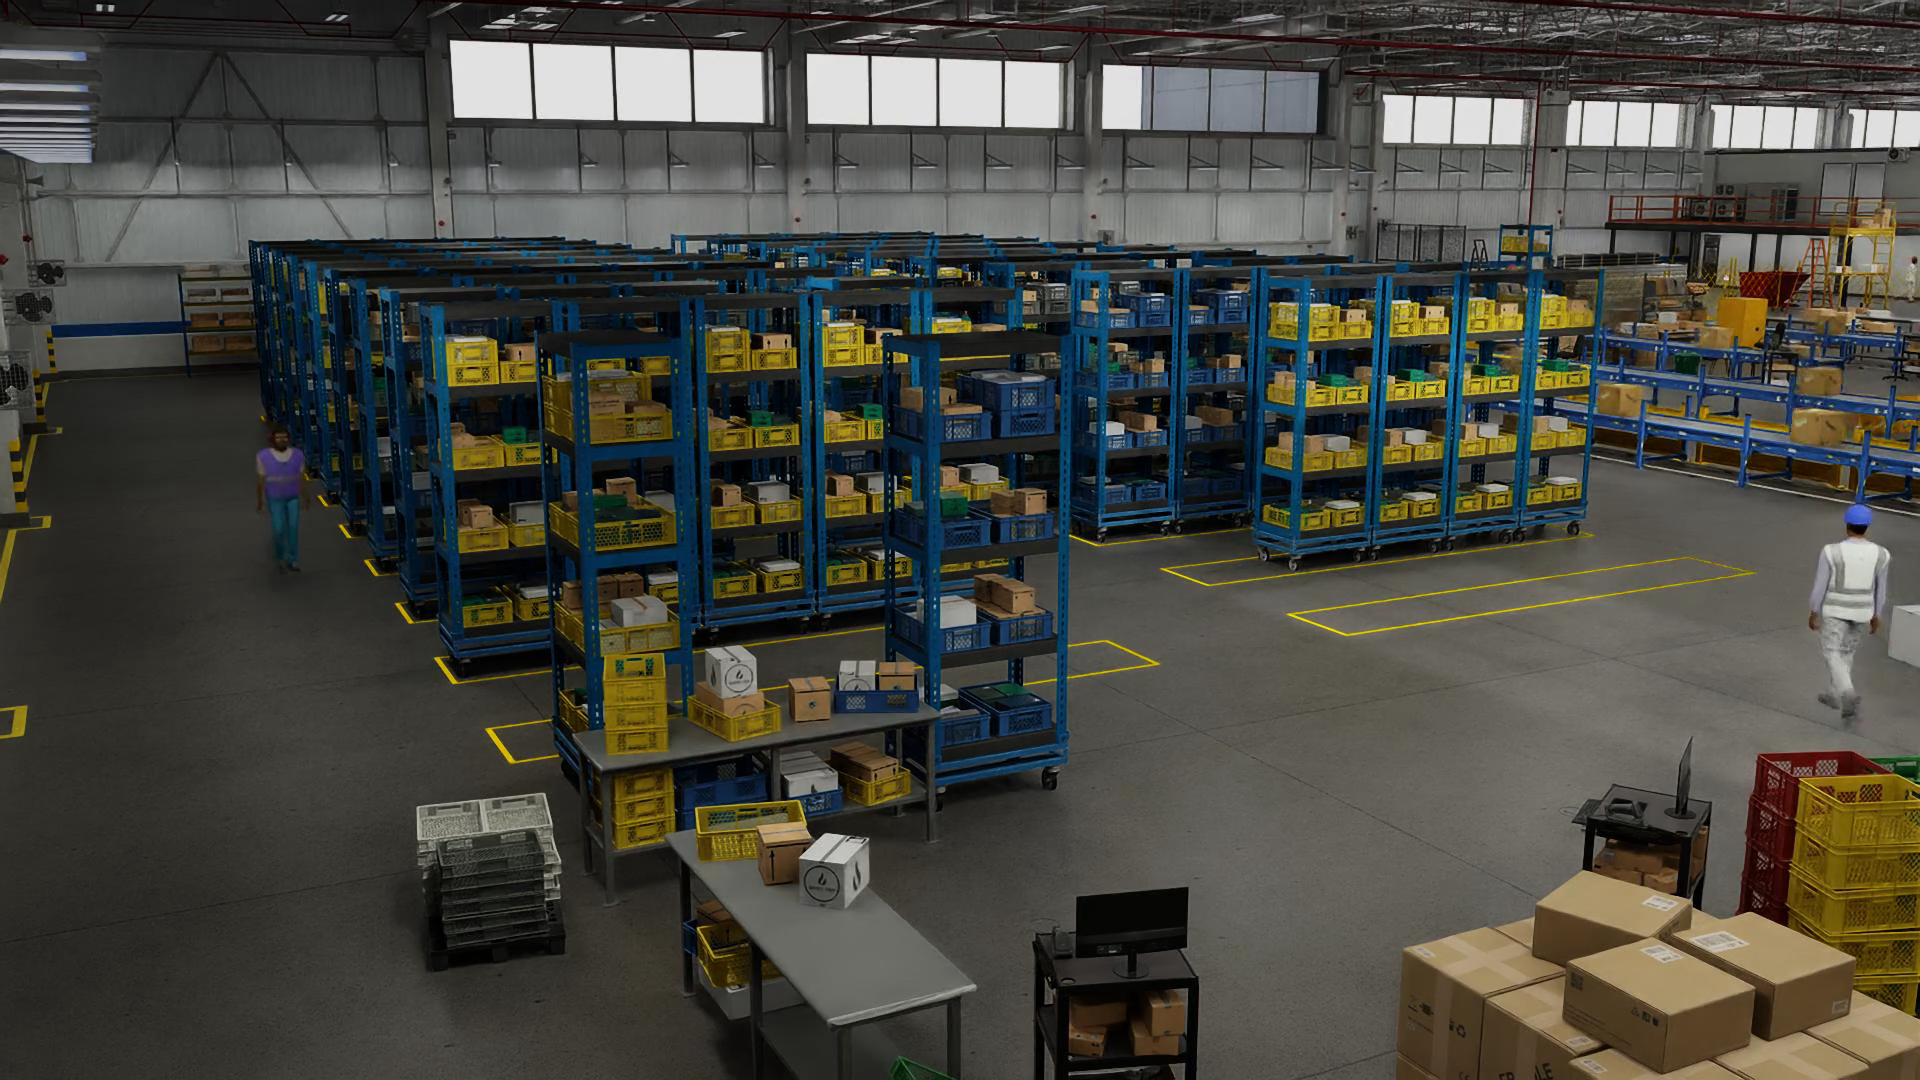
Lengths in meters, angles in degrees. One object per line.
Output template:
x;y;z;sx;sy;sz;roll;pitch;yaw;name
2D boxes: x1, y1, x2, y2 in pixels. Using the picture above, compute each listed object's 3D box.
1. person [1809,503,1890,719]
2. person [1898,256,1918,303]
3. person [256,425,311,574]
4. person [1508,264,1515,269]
7.912;0.634;14.792;0.612;1.922;0.767;0;12;2;person
38.105;-10.430;66.681;0.566;1.867;0.581;7;14;30;person
-8.239;-0.490;20.280;0.612;1.826;0.517;-9;15;-36;person
19.040;-8.493;57.287;0.613;2.009;1.001;-12;17;-43;person
